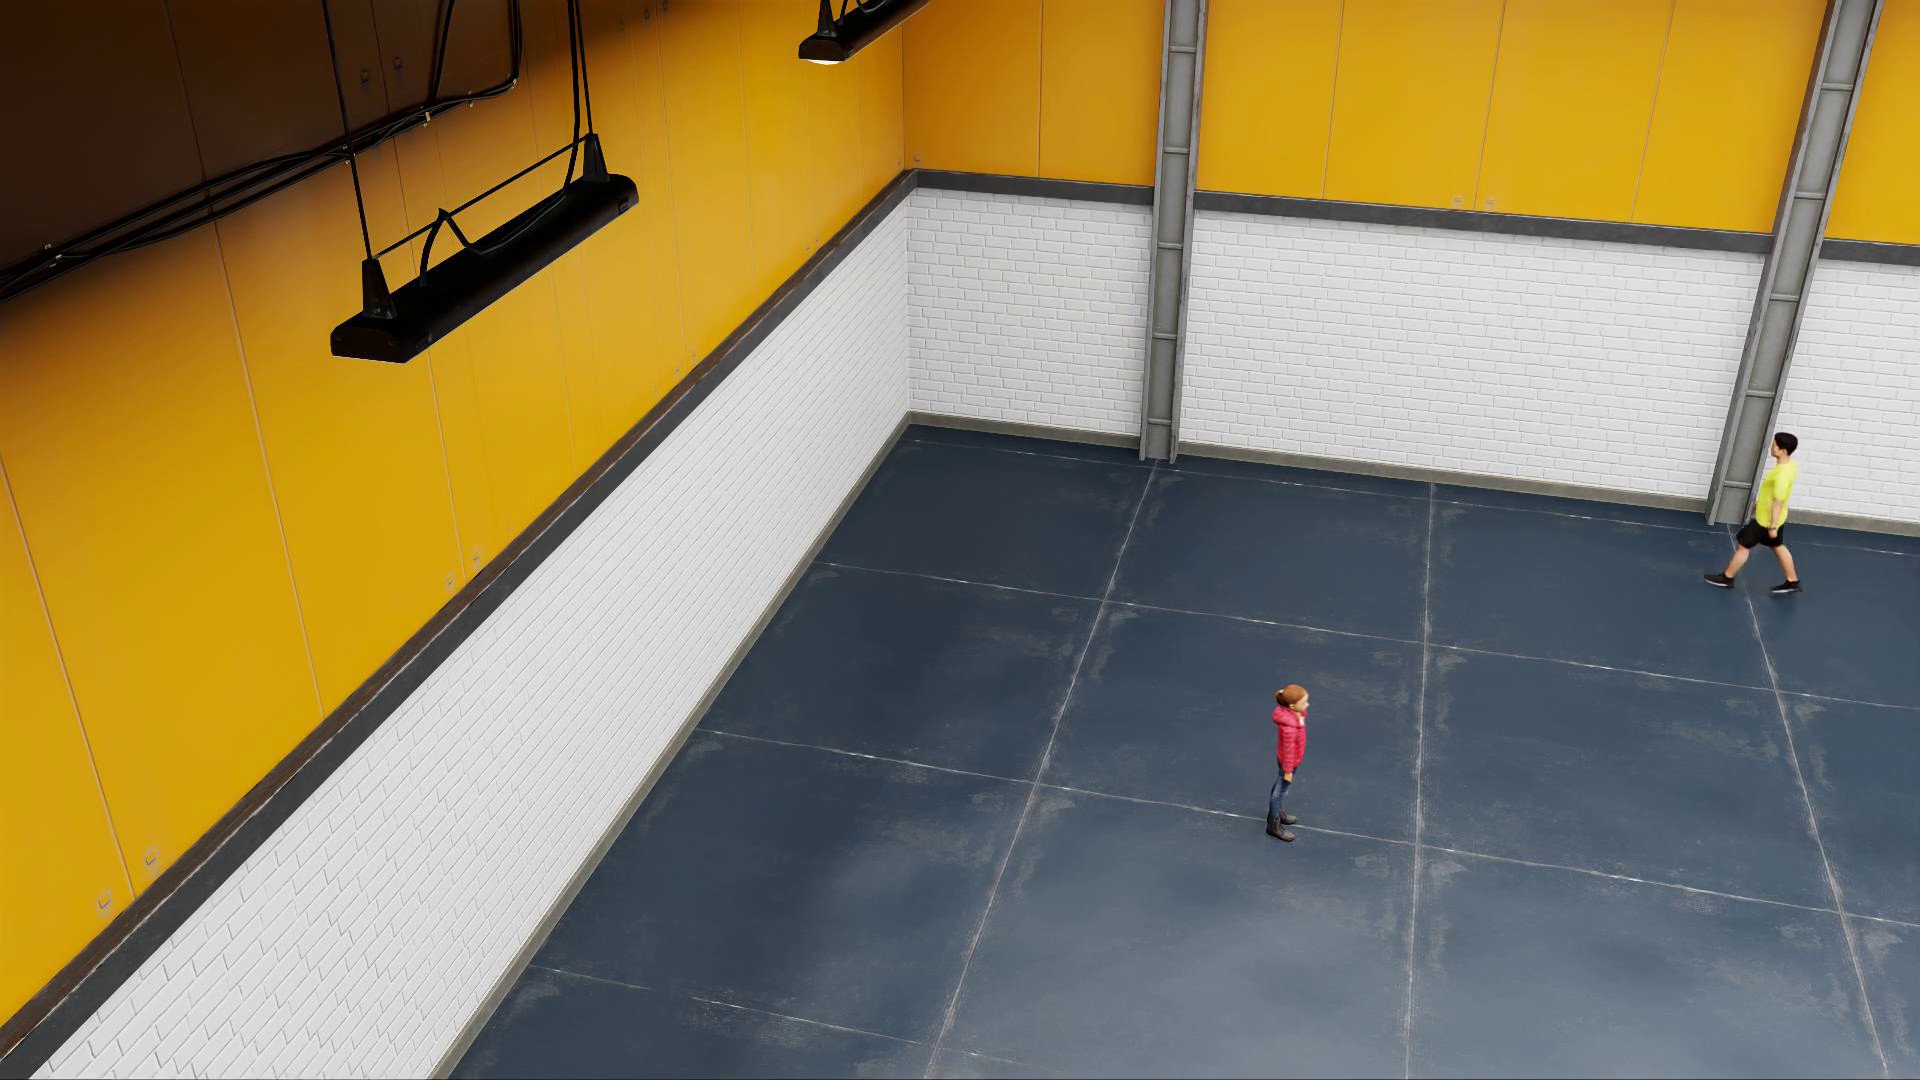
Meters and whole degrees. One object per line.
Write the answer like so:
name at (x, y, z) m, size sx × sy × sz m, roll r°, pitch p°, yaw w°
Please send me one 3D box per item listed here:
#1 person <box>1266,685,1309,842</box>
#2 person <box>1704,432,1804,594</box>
person at (2.479, 1.662, 12.641) m, size 0.483 × 1.318 × 0.506 m, roll 8°, pitch 30°, yaw 14°
person at (7.755, -0.219, 15.716) m, size 1.174 × 1.676 × 0.886 m, roll 18°, pitch 33°, yaw 30°
